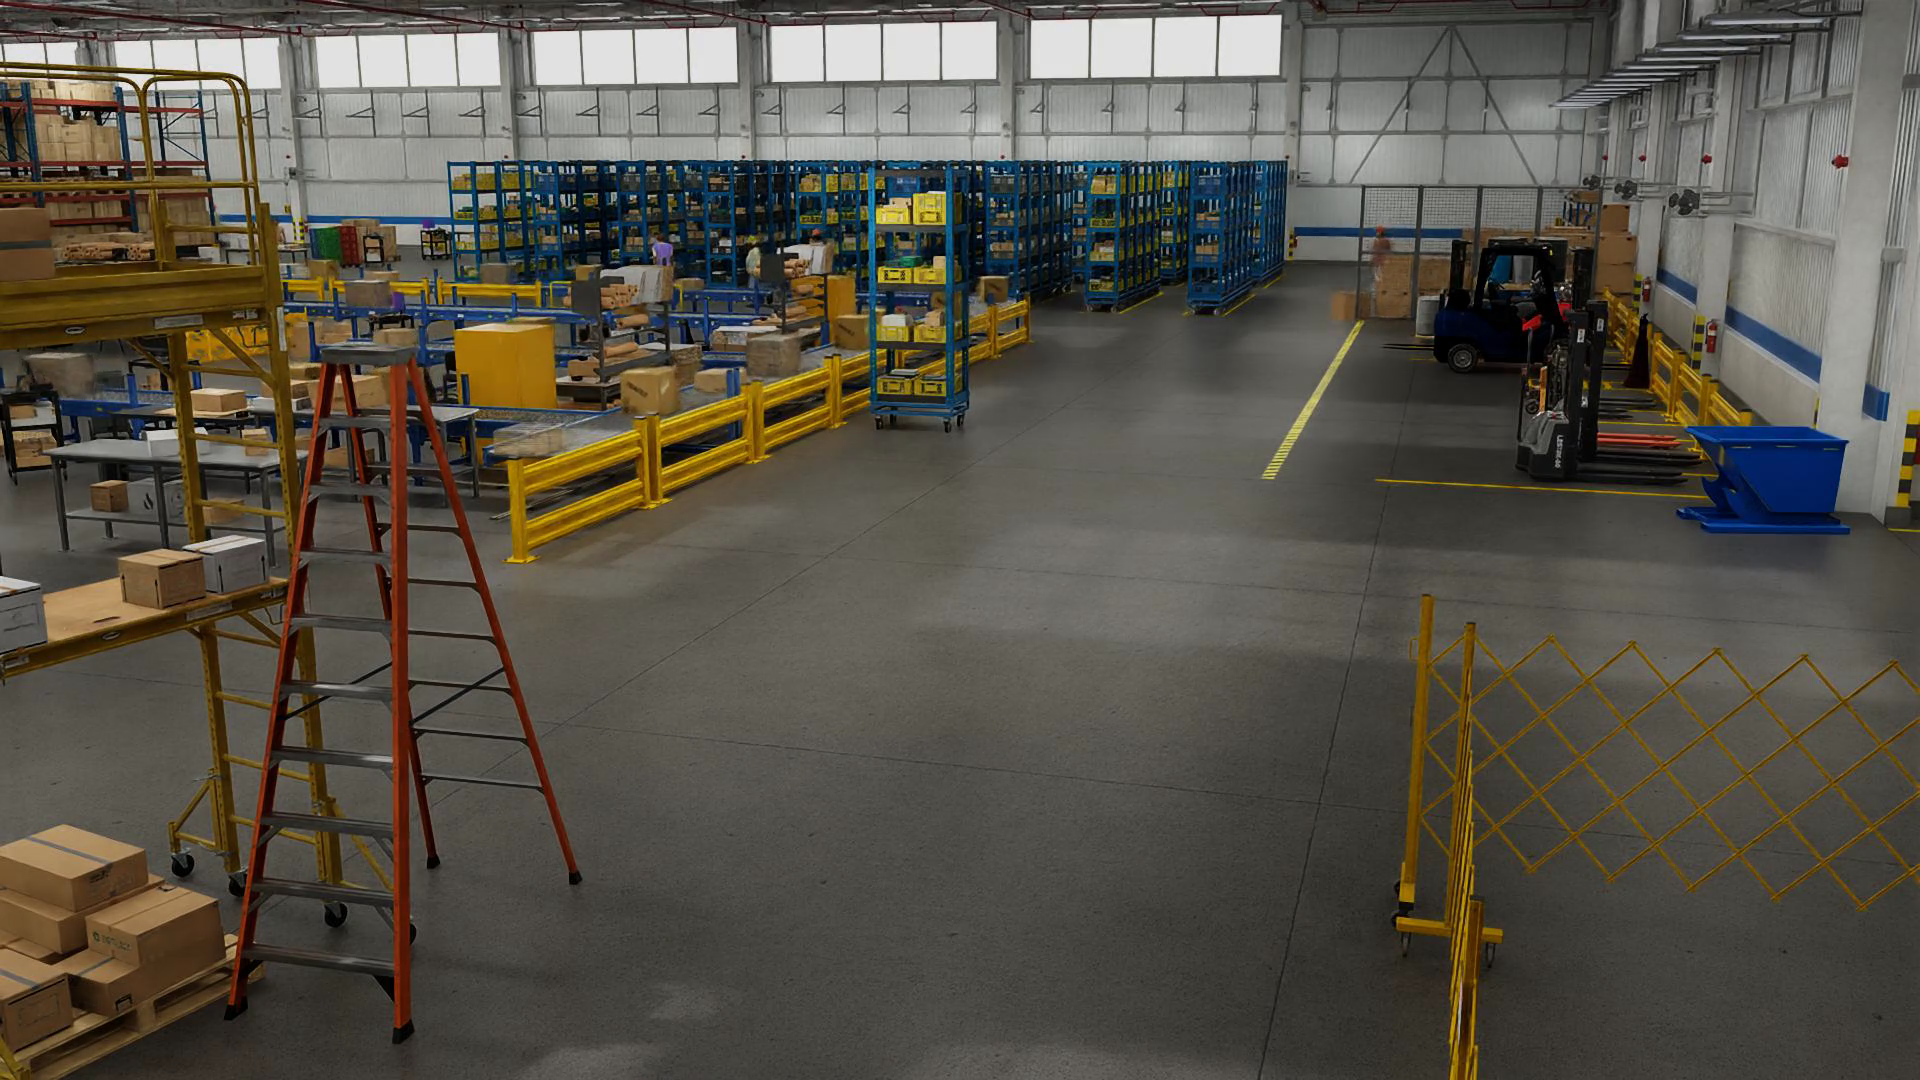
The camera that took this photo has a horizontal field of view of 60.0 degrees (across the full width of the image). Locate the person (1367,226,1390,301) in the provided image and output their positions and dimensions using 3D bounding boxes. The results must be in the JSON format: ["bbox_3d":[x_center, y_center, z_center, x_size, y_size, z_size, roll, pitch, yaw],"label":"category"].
[{"bbox_3d":[10.765,-7.142,43.105,0.654,1.964,0.836,-12,17,-41],"label":"person"}]

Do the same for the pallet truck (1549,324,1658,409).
[{"bbox_3d":[9.824,-2.669,25.407,1.601,1.201,0.680,4,14,16],"label":"pallet truck"}]

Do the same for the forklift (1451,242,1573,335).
[{"bbox_3d":[10.464,-4.597,31.405,2.680,1.987,1.157,4,14,16],"label":"forklift"}]

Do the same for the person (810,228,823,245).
[{"bbox_3d":[-3.478,-6.655,40.931,0.614,2.015,0.967,-12,17,-41],"label":"person"}]

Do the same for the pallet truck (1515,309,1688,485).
[{"bbox_3d":[7.554,-1.677,19.446,1.885,1.965,0.823,3,13,14],"label":"pallet truck"}]

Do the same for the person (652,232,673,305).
[{"bbox_3d":[-7.566,-6.919,42.424,0.570,1.840,0.372,-9,16,-35],"label":"person"}]

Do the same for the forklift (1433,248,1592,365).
[{"bbox_3d":[9.780,-4.111,29.280,2.680,1.987,1.157,3,13,14],"label":"forklift"}]

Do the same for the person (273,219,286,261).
[{"bbox_3d":[-23.658,-10.323,57.647,0.524,1.606,0.829,-9,16,-33],"label":"person"}]

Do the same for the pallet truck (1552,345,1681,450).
[{"bbox_3d":[8.641,-1.896,21.908,1.630,1.274,0.653,4,14,16],"label":"pallet truck"}]

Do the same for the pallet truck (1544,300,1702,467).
[{"bbox_3d":[8.263,-1.952,20.631,1.885,1.965,0.823,5,14,20],"label":"pallet truck"}]

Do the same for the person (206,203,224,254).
[{"bbox_3d":[-28.543,-11.888,63.603,0.453,1.974,0.641,5,14,19],"label":"person"}]

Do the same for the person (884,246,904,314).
[{"bbox_3d":[-1.523,-5.802,37.778,0.522,1.755,0.533,7,15,27],"label":"person"}]

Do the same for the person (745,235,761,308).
[{"bbox_3d":[-5.093,-6.697,41.518,0.529,1.814,0.604,-3,13,-13],"label":"person"}]

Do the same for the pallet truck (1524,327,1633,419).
[{"bbox_3d":[9.065,-2.460,24.370,1.522,1.261,0.704,3,13,14],"label":"pallet truck"}]
